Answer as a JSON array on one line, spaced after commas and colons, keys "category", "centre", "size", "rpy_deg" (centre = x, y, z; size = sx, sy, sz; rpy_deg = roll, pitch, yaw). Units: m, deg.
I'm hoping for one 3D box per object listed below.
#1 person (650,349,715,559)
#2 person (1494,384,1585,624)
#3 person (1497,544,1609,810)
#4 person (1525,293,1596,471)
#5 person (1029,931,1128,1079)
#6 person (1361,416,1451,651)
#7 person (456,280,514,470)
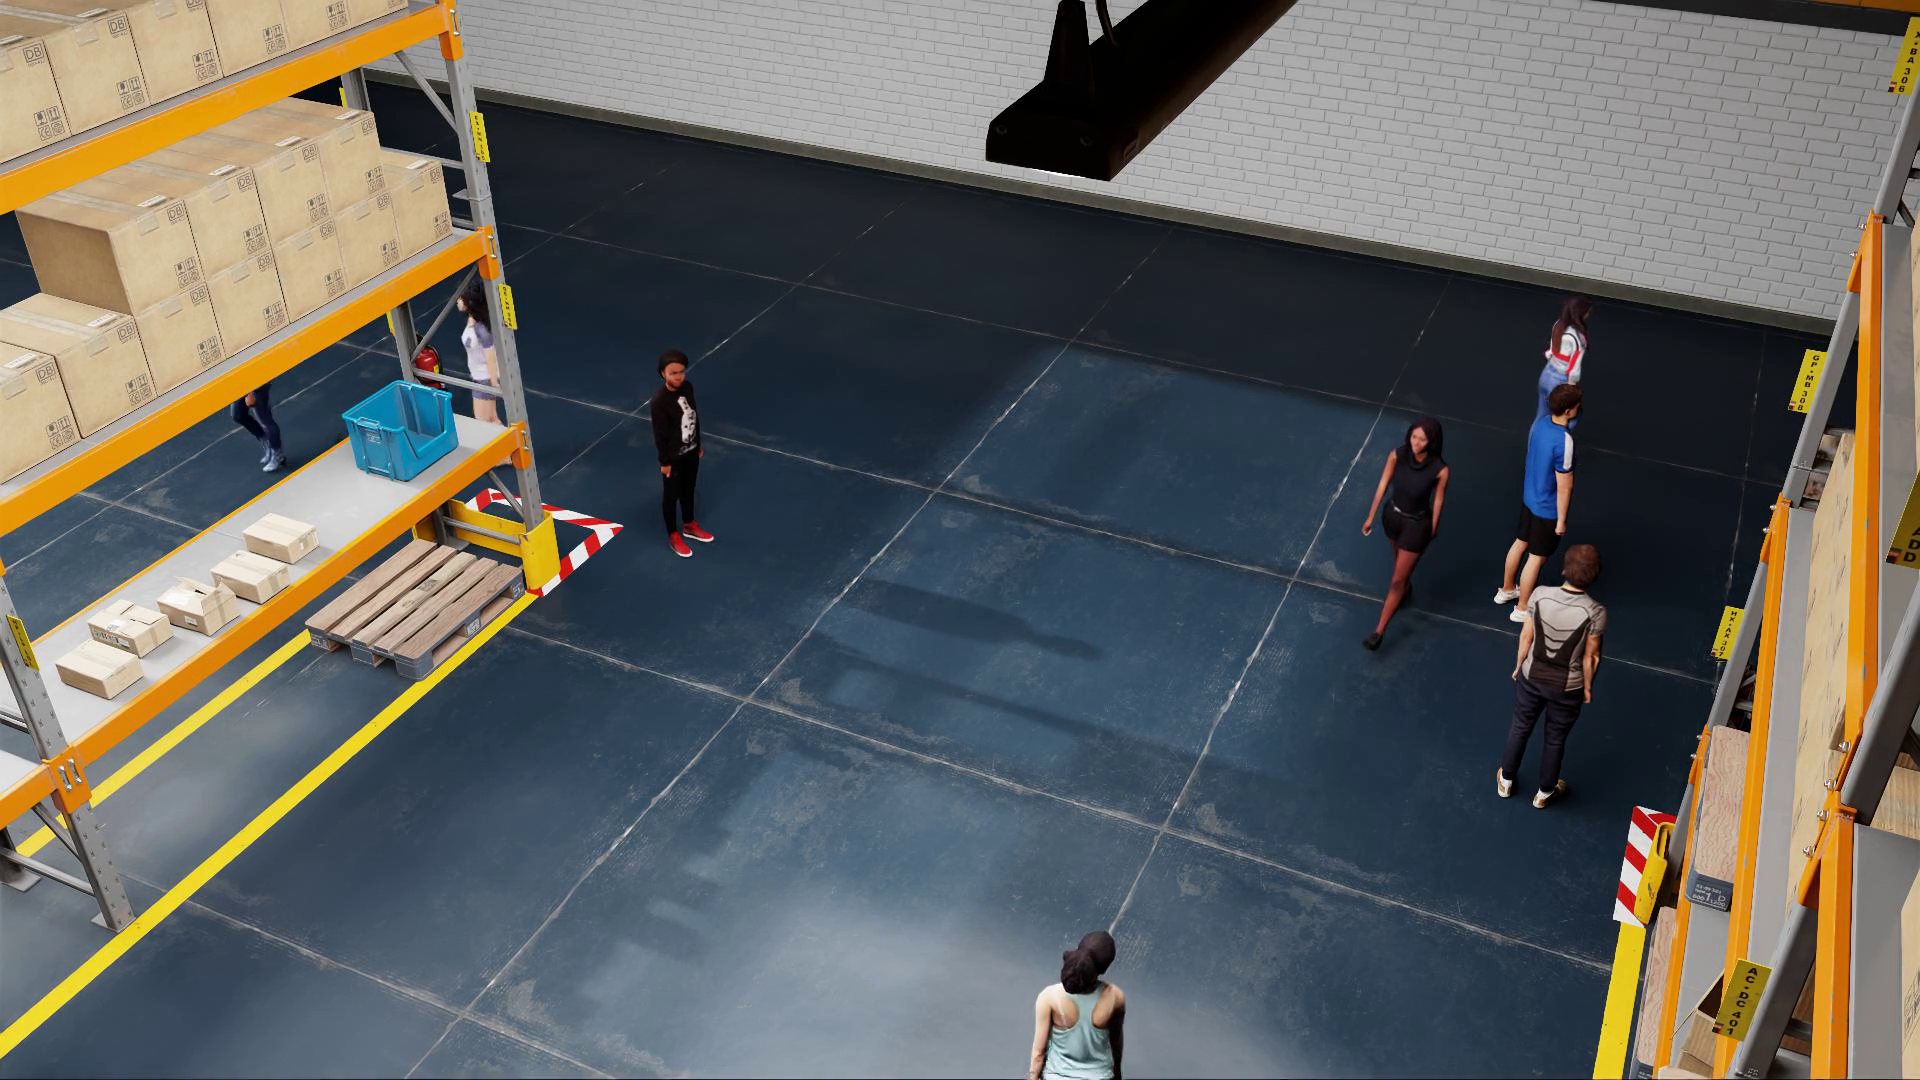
[{"category": "person", "centre": [-2.129, -0.676, 12.536], "size": [0.685, 1.673, 0.516], "rpy_deg": [21, 39, 29]}, {"category": "person", "centre": [4.123, -0.275, 11.758], "size": [0.799, 1.866, 0.706], "rpy_deg": [-6, 34, -9]}, {"category": "person", "centre": [3.593, 0.824, 10.074], "size": [0.666, 1.899, 0.602], "rpy_deg": [20, 38, 27]}, {"category": "person", "centre": [4.771, -1.247, 13.457], "size": [0.777, 1.603, 0.707], "rpy_deg": [-9, 35, -14]}, {"category": "person", "centre": [0.506, 2.539, 7.640], "size": [0.712, 1.738, 0.746], "rpy_deg": [-5, 34, -8]}, {"category": "person", "centre": [3.170, -0.120, 11.688], "size": [0.824, 1.685, 1.257], "rpy_deg": [25, 41, 32]}, {"category": "person", "centre": [-3.765, -1.338, 13.512], "size": [0.805, 1.695, 0.747], "rpy_deg": [-15, 37, -22]}]
